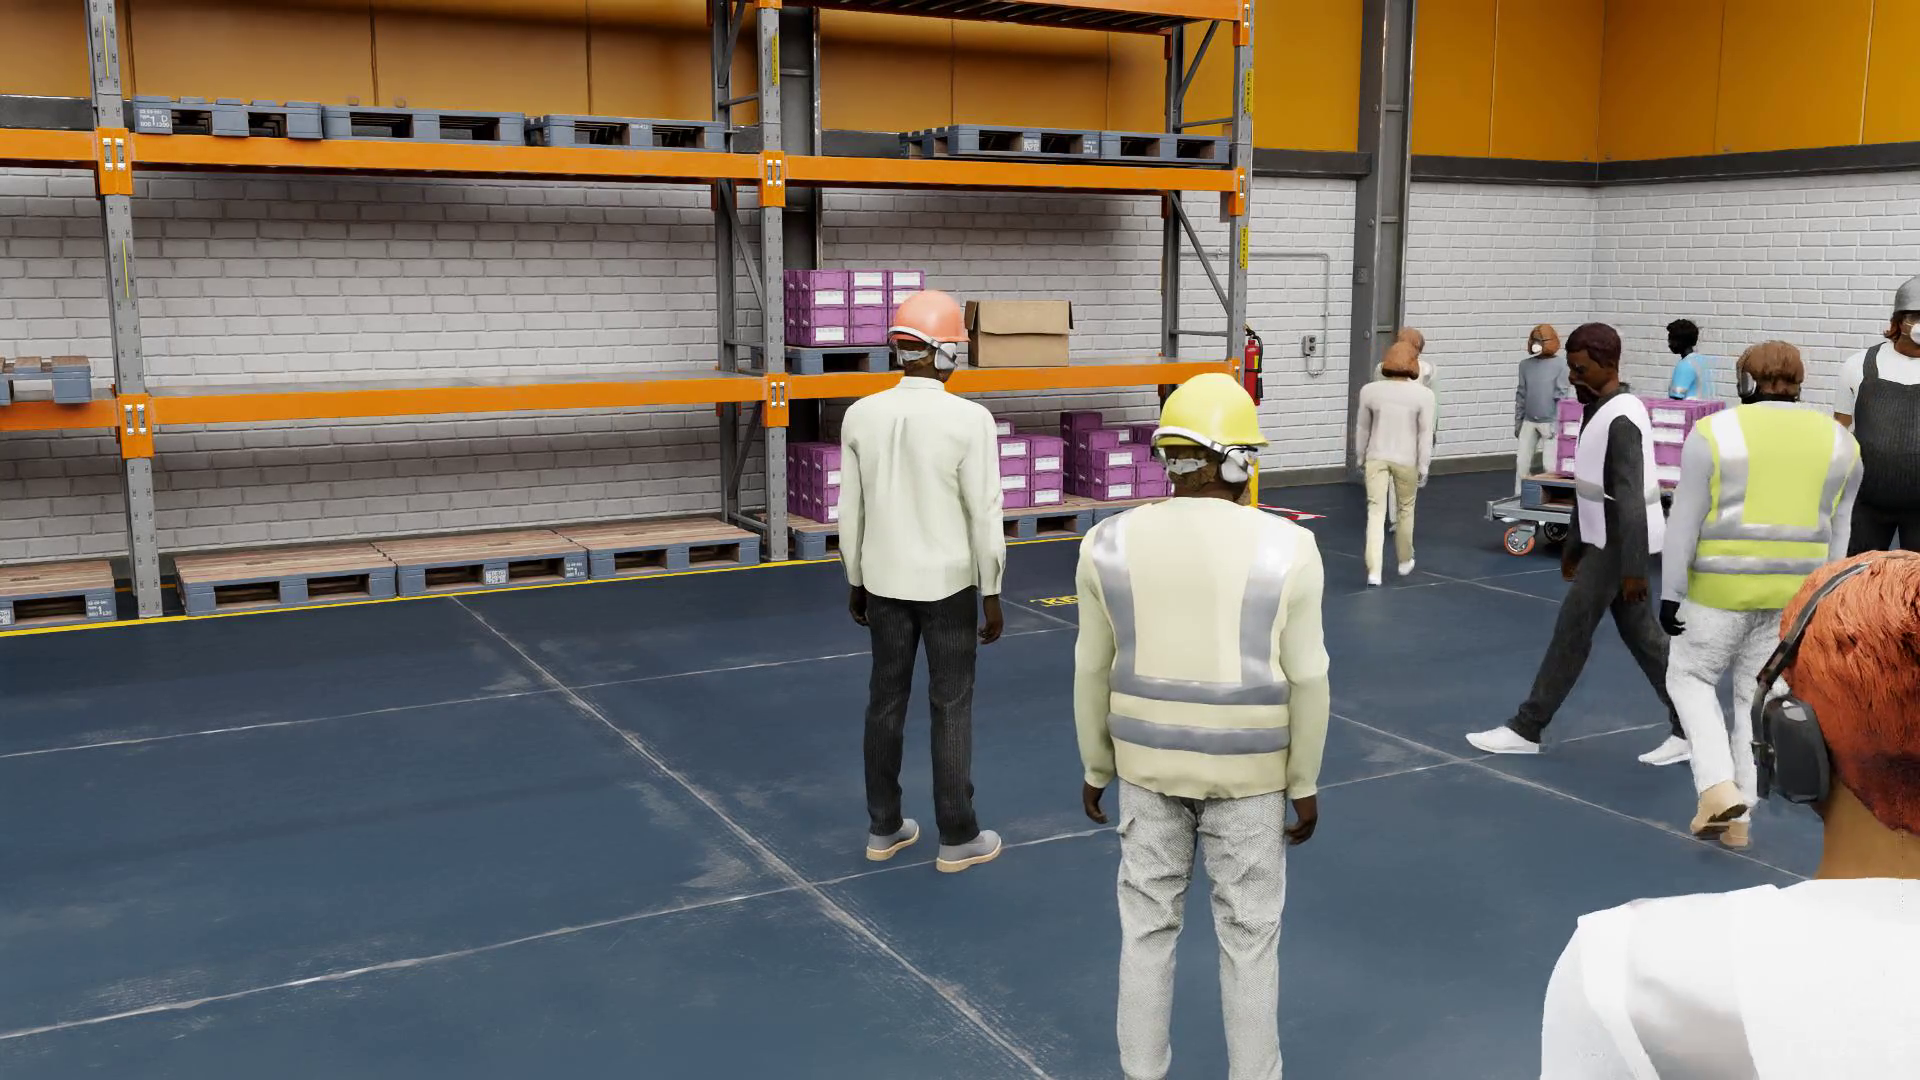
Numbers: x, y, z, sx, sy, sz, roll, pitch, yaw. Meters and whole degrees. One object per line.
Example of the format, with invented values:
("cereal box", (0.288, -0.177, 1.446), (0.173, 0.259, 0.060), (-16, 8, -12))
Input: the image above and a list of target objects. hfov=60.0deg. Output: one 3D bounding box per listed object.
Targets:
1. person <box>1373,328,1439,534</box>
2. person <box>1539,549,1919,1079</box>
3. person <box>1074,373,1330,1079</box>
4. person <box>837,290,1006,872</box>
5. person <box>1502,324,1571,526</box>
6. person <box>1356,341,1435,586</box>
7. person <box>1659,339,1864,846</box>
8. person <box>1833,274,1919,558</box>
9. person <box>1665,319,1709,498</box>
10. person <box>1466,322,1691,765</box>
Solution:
("person", (3.481, -0.862, 13.087), (0.516, 1.591, 0.852), (1, 9, 6))
("person", (0.798, 0.917, 1.548), (0.591, 1.826, 1.007), (2, 9, 11))
("person", (0.568, 0.525, 3.926), (0.591, 1.828, 0.404), (3, 10, 20))
("person", (-0.118, 0.141, 5.756), (0.623, 1.992, 0.396), (5, 10, 27))
("person", (4.665, -0.926, 13.395), (0.323, 1.621, 0.504), (-7, 12, -37))
("person", (2.848, -0.507, 10.934), (0.513, 1.588, 0.850), (4, 10, 22))
("person", (2.817, 0.203, 5.913), (0.658, 1.820, 0.455), (0, 9, 2))
("person", (4.534, -0.251, 8.007), (0.682, 2.000, 0.537), (6, 11, 34))
("person", (5.574, -0.880, 12.971), (0.670, 1.663, 0.536), (4, 10, 25))
("person", (2.695, 0.033, 6.890), (1.004, 1.857, 0.604), (3, 10, 16))
